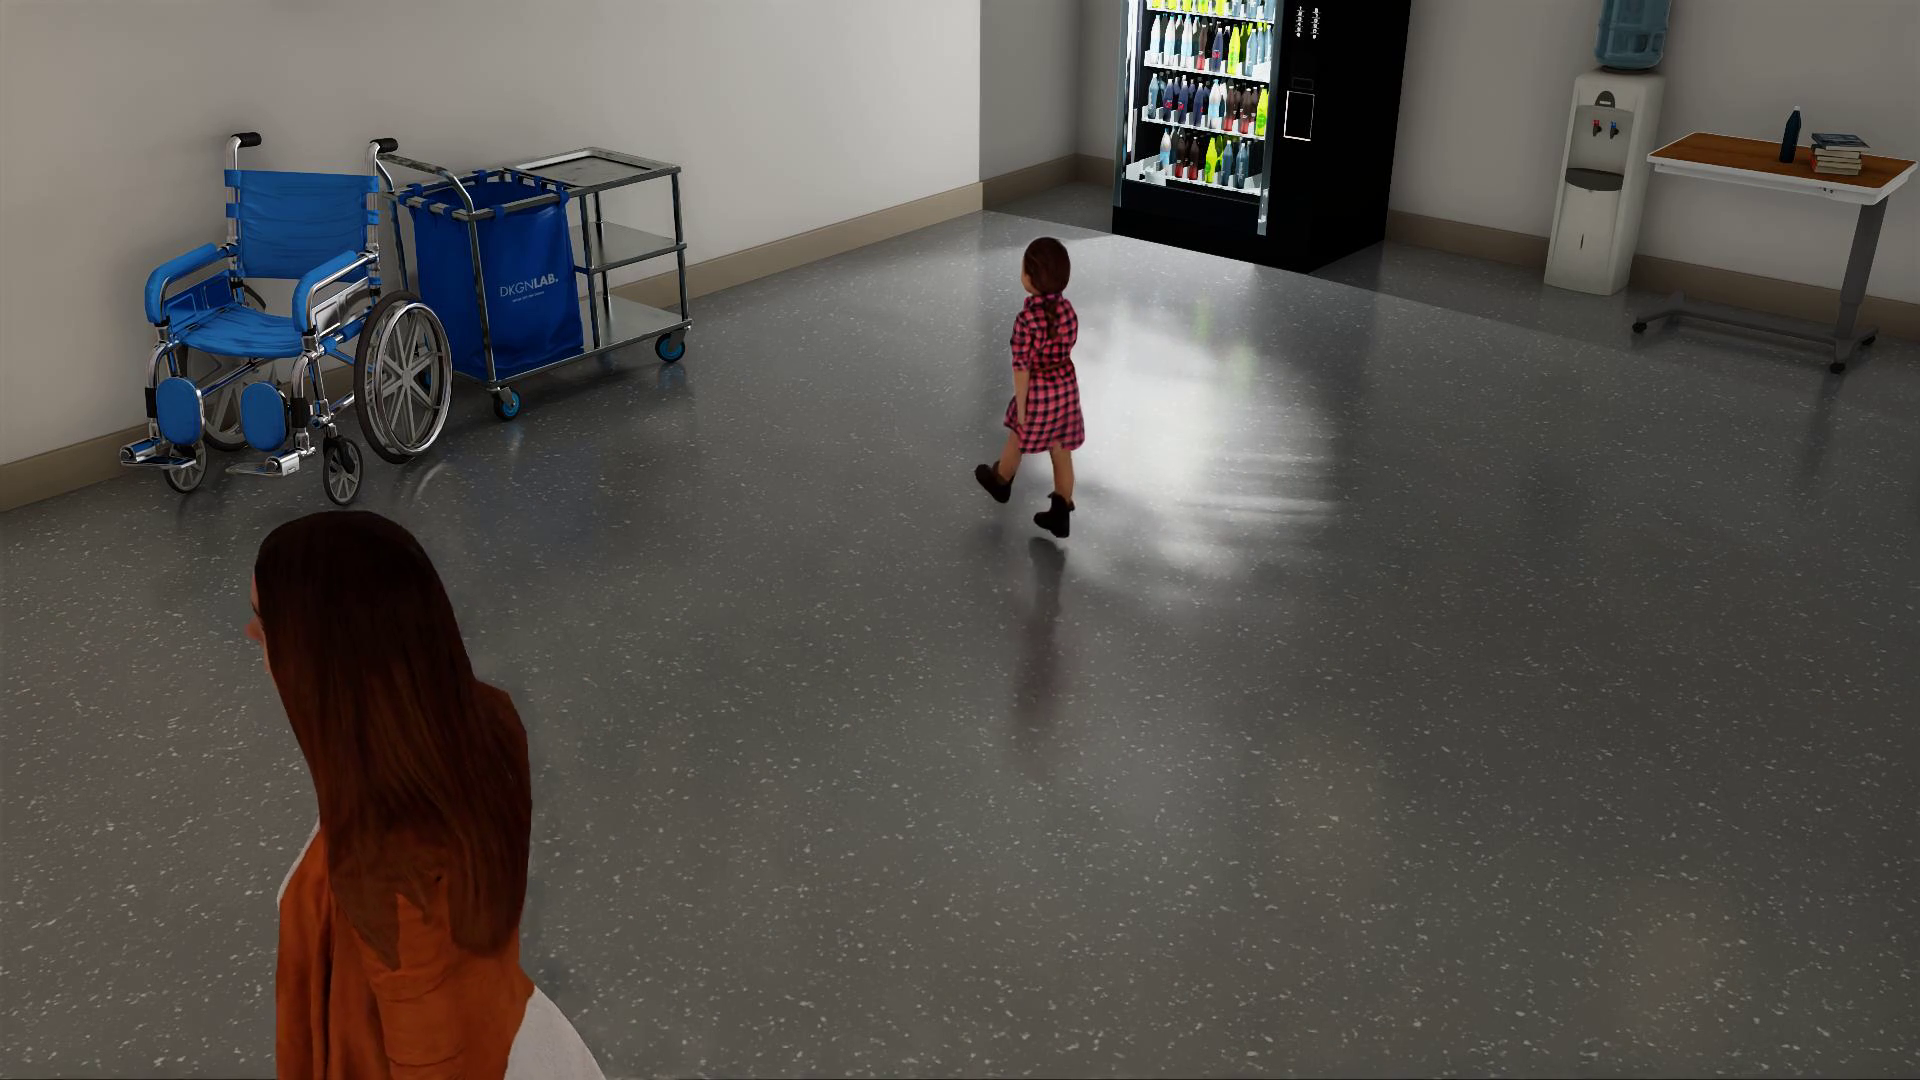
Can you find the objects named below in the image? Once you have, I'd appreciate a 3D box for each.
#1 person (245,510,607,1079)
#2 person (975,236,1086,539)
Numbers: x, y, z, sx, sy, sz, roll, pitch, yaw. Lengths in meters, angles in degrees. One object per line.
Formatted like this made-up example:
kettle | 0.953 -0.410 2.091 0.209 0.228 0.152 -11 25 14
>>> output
person | -0.543 0.750 2.160 1.167 1.687 1.041 1 26 2
person | 0.304 -0.479 5.499 0.548 1.001 0.747 -16 30 -30
